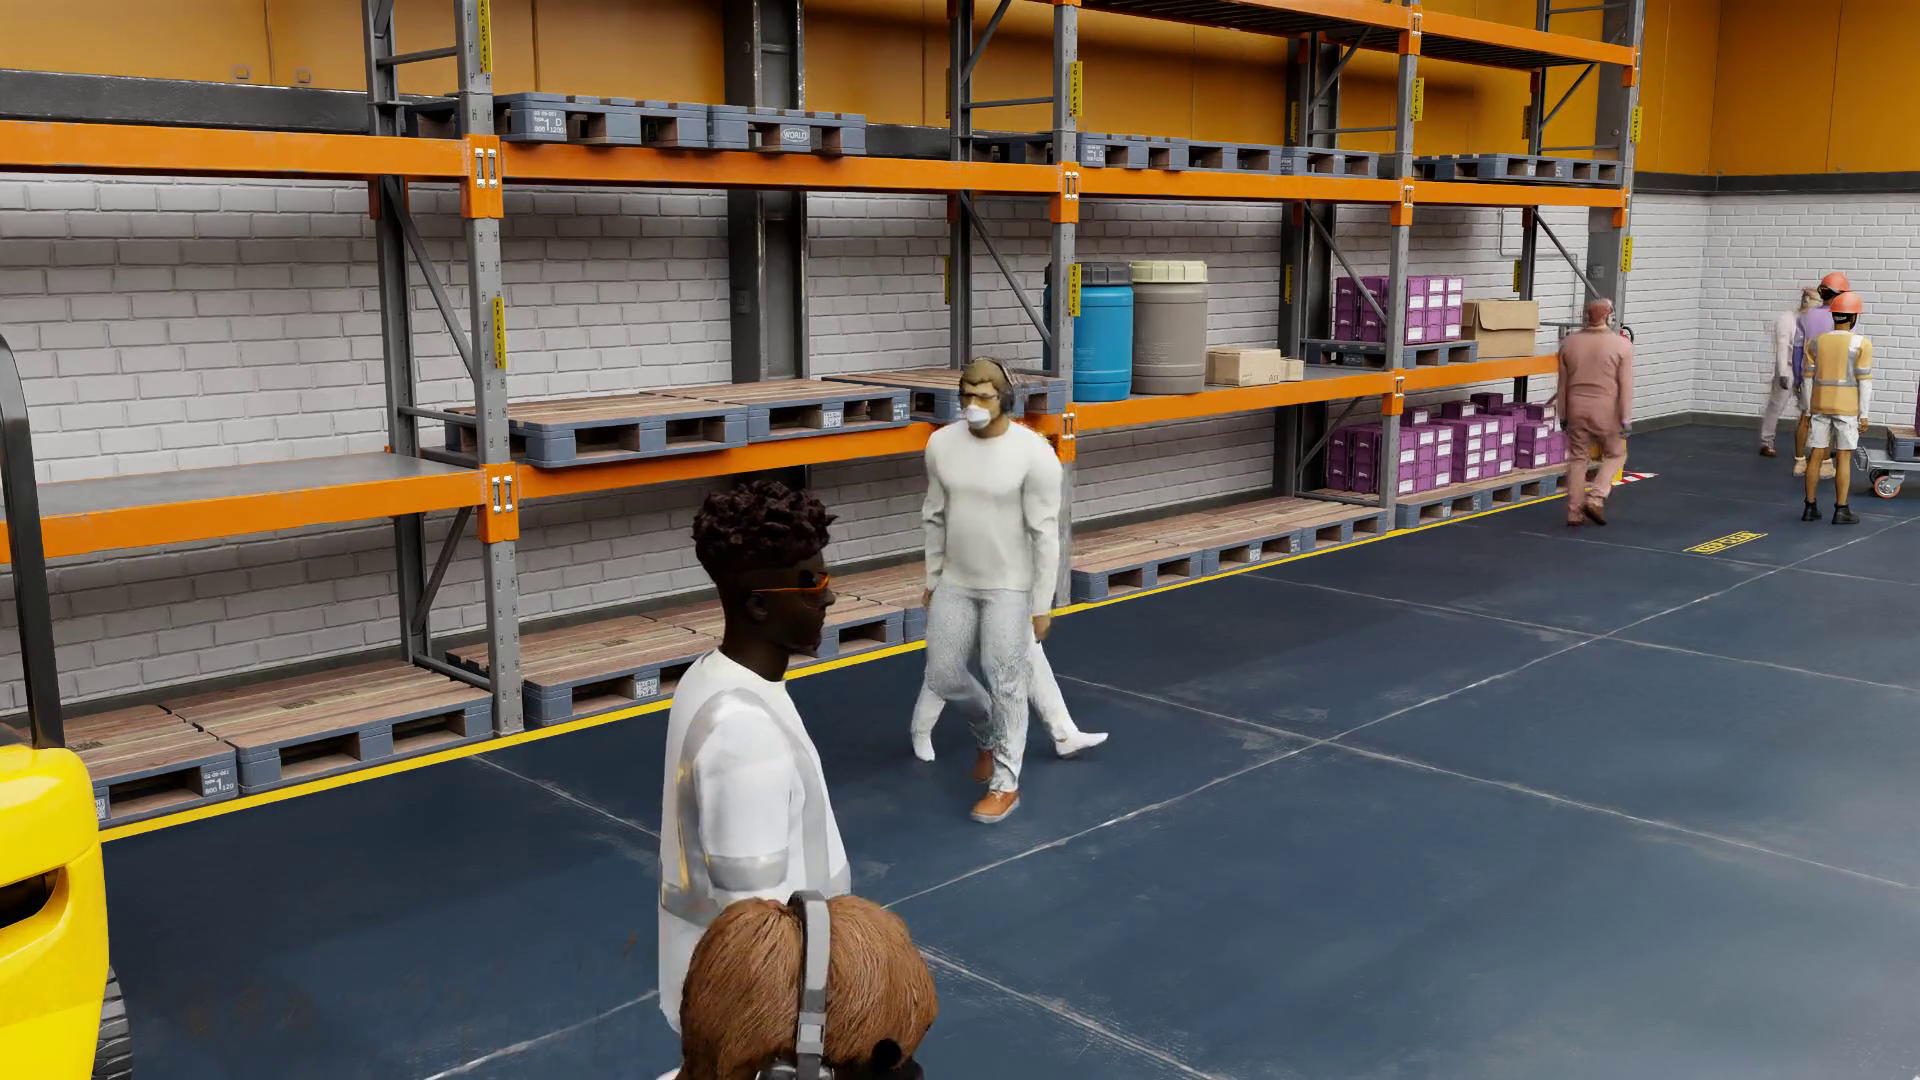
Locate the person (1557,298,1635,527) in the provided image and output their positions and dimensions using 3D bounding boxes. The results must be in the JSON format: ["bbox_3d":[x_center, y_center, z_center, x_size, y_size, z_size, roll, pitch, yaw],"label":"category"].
[{"bbox_3d":[5.242,-1.034,13.695,0.435,1.889,0.678,-10,14,-43],"label":"person"}]

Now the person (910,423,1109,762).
[{"bbox_3d":[0.201,0.249,7.554,0.905,1.570,0.591,5,12,26],"label":"person"}]

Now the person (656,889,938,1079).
[{"bbox_3d":[-0.375,1.219,1.698,0.754,1.805,0.638,-1,10,-8],"label":"person"}]

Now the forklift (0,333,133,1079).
[{"bbox_3d":[-3.289,0.485,4.582,1.214,2.155,2.313,-10,14,-44],"label":"forklift"}]

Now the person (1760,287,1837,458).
[{"bbox_3d":[8.975,-1.757,17.751,0.661,1.840,1.030,-2,11,-8],"label":"person"}]

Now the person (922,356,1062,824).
[{"bbox_3d":[0.121,0.203,6.836,0.671,1.925,0.490,6,12,31],"label":"person"}]

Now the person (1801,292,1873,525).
[{"bbox_3d":[7.327,-1.096,13.901,0.355,1.939,0.544,-8,13,-39],"label":"person"}]

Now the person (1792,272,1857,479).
[{"bbox_3d":[8.591,-1.629,16.523,0.392,2.041,0.615,-6,12,-32],"label":"person"}]

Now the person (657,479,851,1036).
[{"bbox_3d":[-0.388,0.856,3.178,0.374,1.966,0.607,-2,11,-13],"label":"person"}]
